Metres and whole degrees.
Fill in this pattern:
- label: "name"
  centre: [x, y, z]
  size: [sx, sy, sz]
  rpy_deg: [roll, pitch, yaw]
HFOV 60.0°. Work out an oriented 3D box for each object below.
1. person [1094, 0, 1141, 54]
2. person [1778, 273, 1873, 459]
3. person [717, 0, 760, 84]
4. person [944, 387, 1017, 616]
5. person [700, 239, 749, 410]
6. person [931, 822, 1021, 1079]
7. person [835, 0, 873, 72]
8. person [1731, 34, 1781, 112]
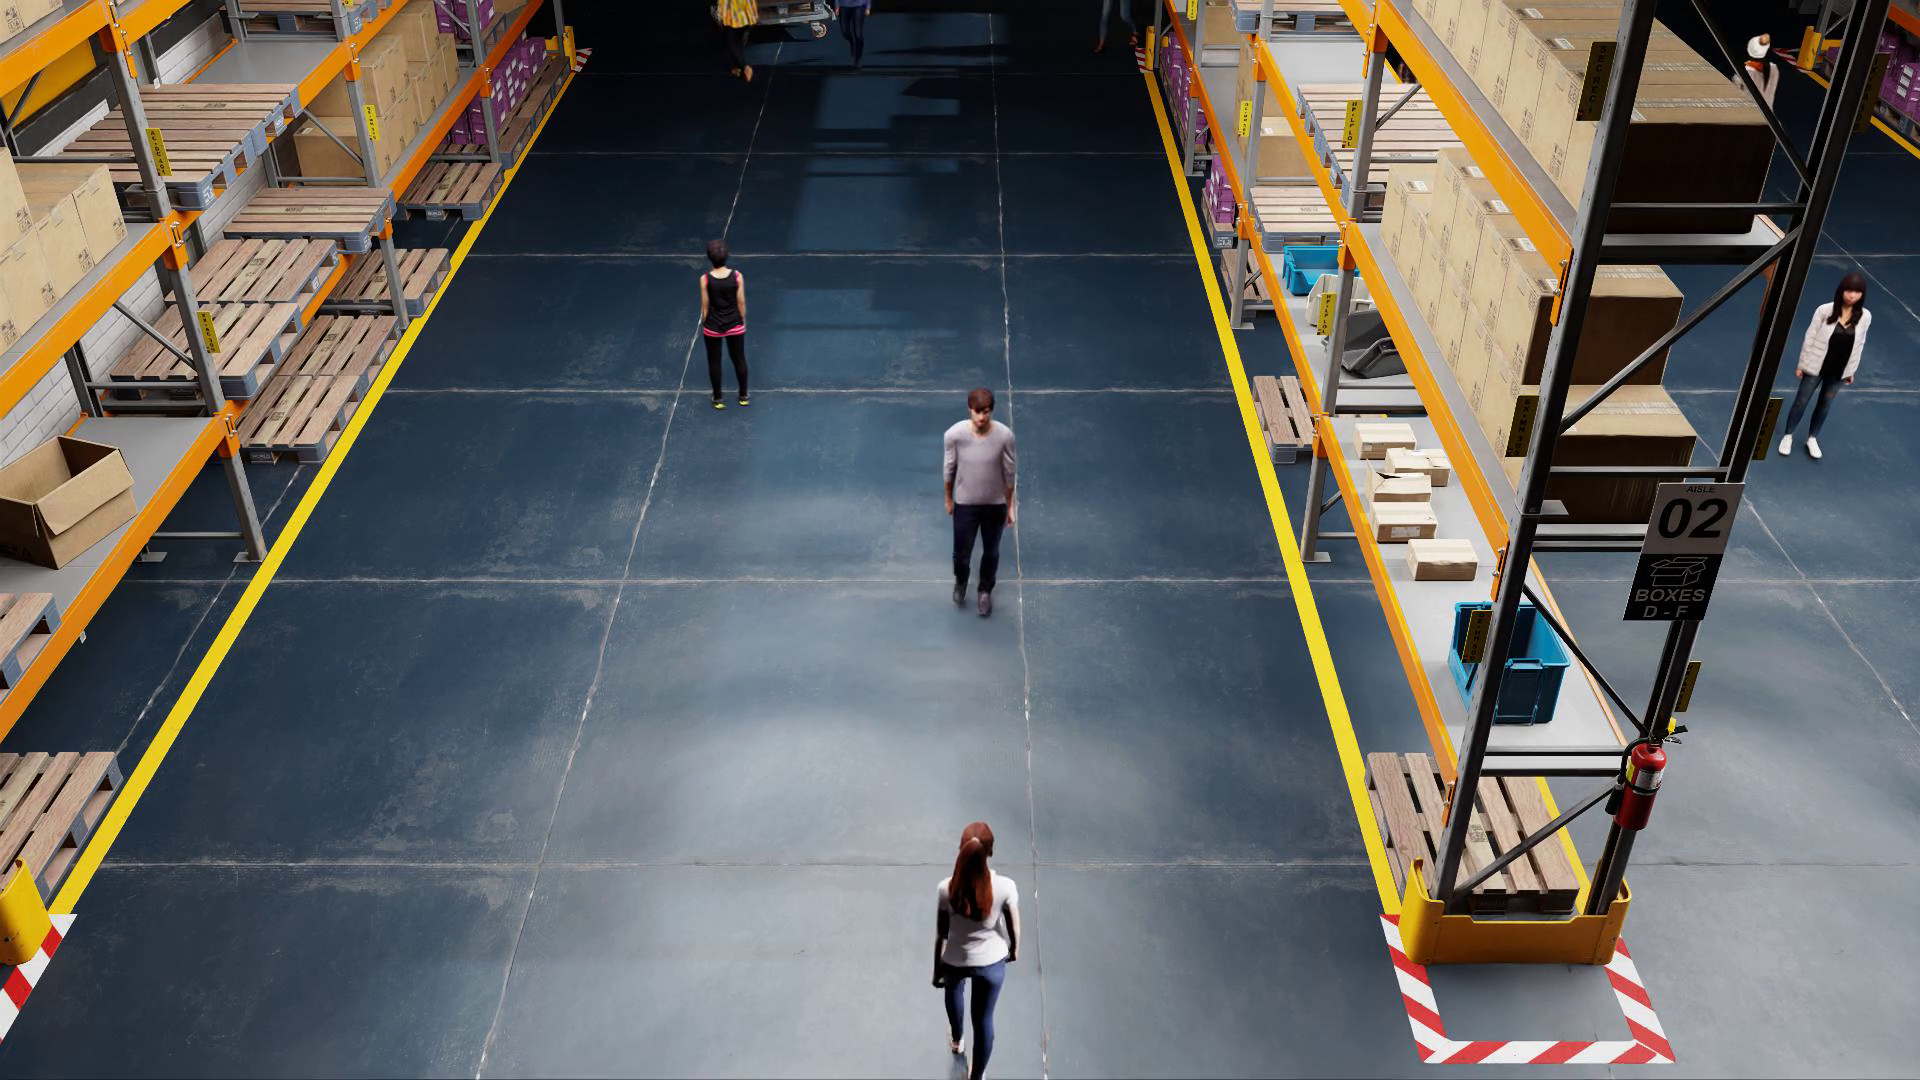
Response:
- label: "person"
  centre: [2.253, -7.567, 22.951]
  size: [1.038, 1.638, 1.094]
  rpy_deg: [29, 43, 36]
- label: "person"
  centre: [7.174, -1.452, 13.752]
  size: [0.664, 1.637, 0.623]
  rpy_deg: [7, 34, 11]
- label: "person"
  centre: [-2.907, -6.801, 21.802]
  size: [1.023, 1.634, 1.119]
  rpy_deg: [-23, 40, -30]
- label: "person"
  centre: [0.144, -0.317, 11.868]
  size: [0.661, 1.833, 0.647]
  rpy_deg: [-1, 34, -2]
- label: "person"
  centre: [-2.062, -1.885, 14.483]
  size: [0.596, 1.550, 0.598]
  rpy_deg: [-11, 35, -16]
- label: "person"
  centre: [0.067, 2.162, 8.244]
  size: [0.582, 1.715, 0.764]
  rpy_deg: [0, 34, -1]
- label: "person"
  centre: [-1.434, -7.225, 22.357]
  size: [0.730, 1.725, 0.938]
  rpy_deg: [4, 34, 7]
- label: "person"
  centre: [8.676, -4.619, 18.300]
  size: [0.732, 1.877, 0.738]
  rpy_deg: [-3, 34, -5]
